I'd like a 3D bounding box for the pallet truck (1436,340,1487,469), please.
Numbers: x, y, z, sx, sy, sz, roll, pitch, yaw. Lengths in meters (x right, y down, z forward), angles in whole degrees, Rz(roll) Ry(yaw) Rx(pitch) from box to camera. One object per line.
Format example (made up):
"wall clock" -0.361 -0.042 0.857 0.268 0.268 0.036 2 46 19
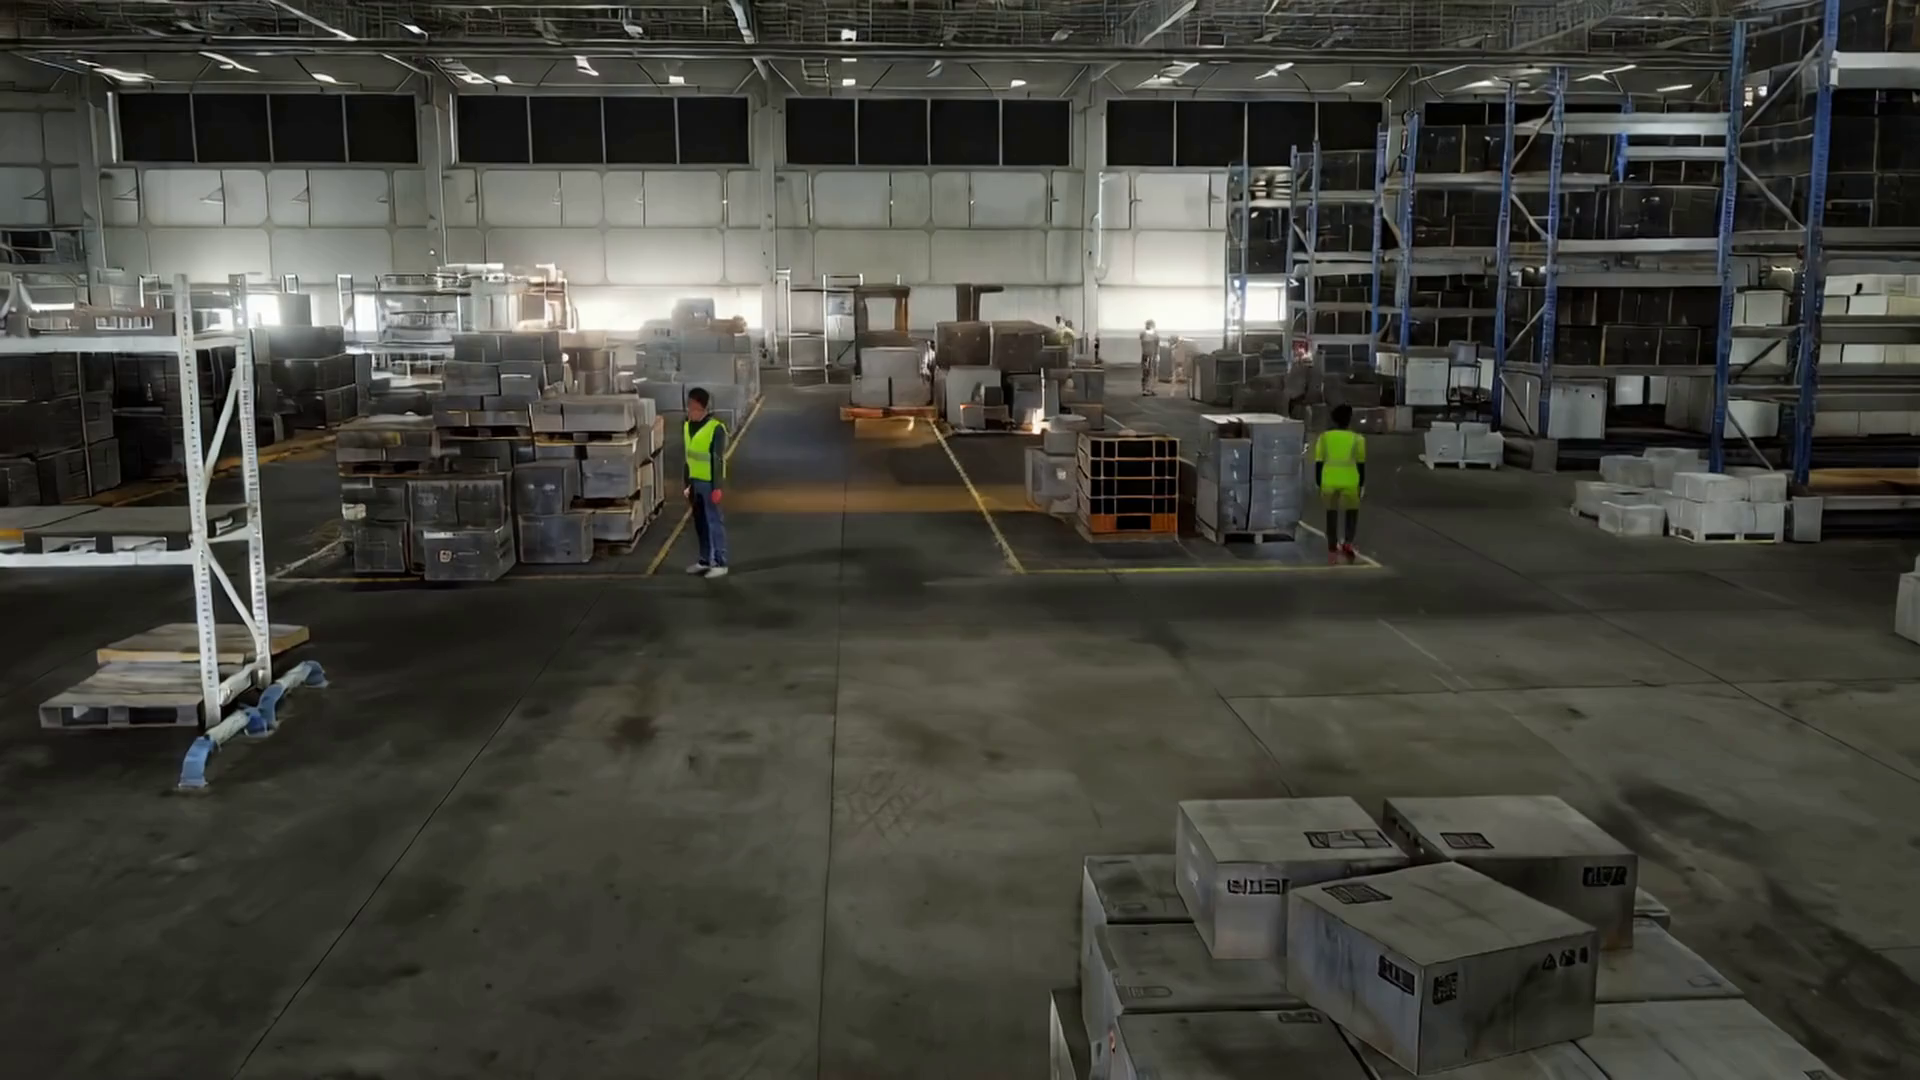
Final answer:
"pallet truck" 8.004 -2.170 26.422 0.823 1.965 1.885 2 9 14

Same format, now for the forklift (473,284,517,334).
"forklift" -10.292 -4.297 37.010 1.129 2.768 1.873 -2 9 -12

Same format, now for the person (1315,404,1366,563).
"person" 3.994 -0.592 17.487 0.539 1.687 0.369 3 10 18

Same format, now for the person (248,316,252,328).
"person" -19.735 -5.272 46.139 0.559 1.922 0.694 -2 9 -10

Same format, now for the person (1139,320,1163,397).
"person" 4.699 -4.521 41.515 0.661 1.933 0.520 -7 12 -39

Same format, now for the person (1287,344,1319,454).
"person" 5.738 -2.362 28.035 0.413 1.873 0.709 -5 10 -28

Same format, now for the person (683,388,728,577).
"person" -2.565 -0.584 16.759 0.392 1.908 0.588 -9 12 -43

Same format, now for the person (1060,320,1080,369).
"person" 2.599 -4.386 40.533 0.648 1.944 1.038 8 12 41

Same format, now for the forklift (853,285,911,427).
"forklift" -1.596 -3.741 33.521 1.129 2.768 1.873 -1 9 -5

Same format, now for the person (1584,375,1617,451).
"person" 11.096 -2.485 28.601 0.829 1.932 0.635 -2 9 -14

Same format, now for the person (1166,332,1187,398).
"person" 5.391 -4.316 41.044 0.520 1.623 0.539 -3 10 -19

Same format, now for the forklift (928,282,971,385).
"forklift" 0.086 -5.570 45.005 1.873 2.768 1.129 -1 9 -4
